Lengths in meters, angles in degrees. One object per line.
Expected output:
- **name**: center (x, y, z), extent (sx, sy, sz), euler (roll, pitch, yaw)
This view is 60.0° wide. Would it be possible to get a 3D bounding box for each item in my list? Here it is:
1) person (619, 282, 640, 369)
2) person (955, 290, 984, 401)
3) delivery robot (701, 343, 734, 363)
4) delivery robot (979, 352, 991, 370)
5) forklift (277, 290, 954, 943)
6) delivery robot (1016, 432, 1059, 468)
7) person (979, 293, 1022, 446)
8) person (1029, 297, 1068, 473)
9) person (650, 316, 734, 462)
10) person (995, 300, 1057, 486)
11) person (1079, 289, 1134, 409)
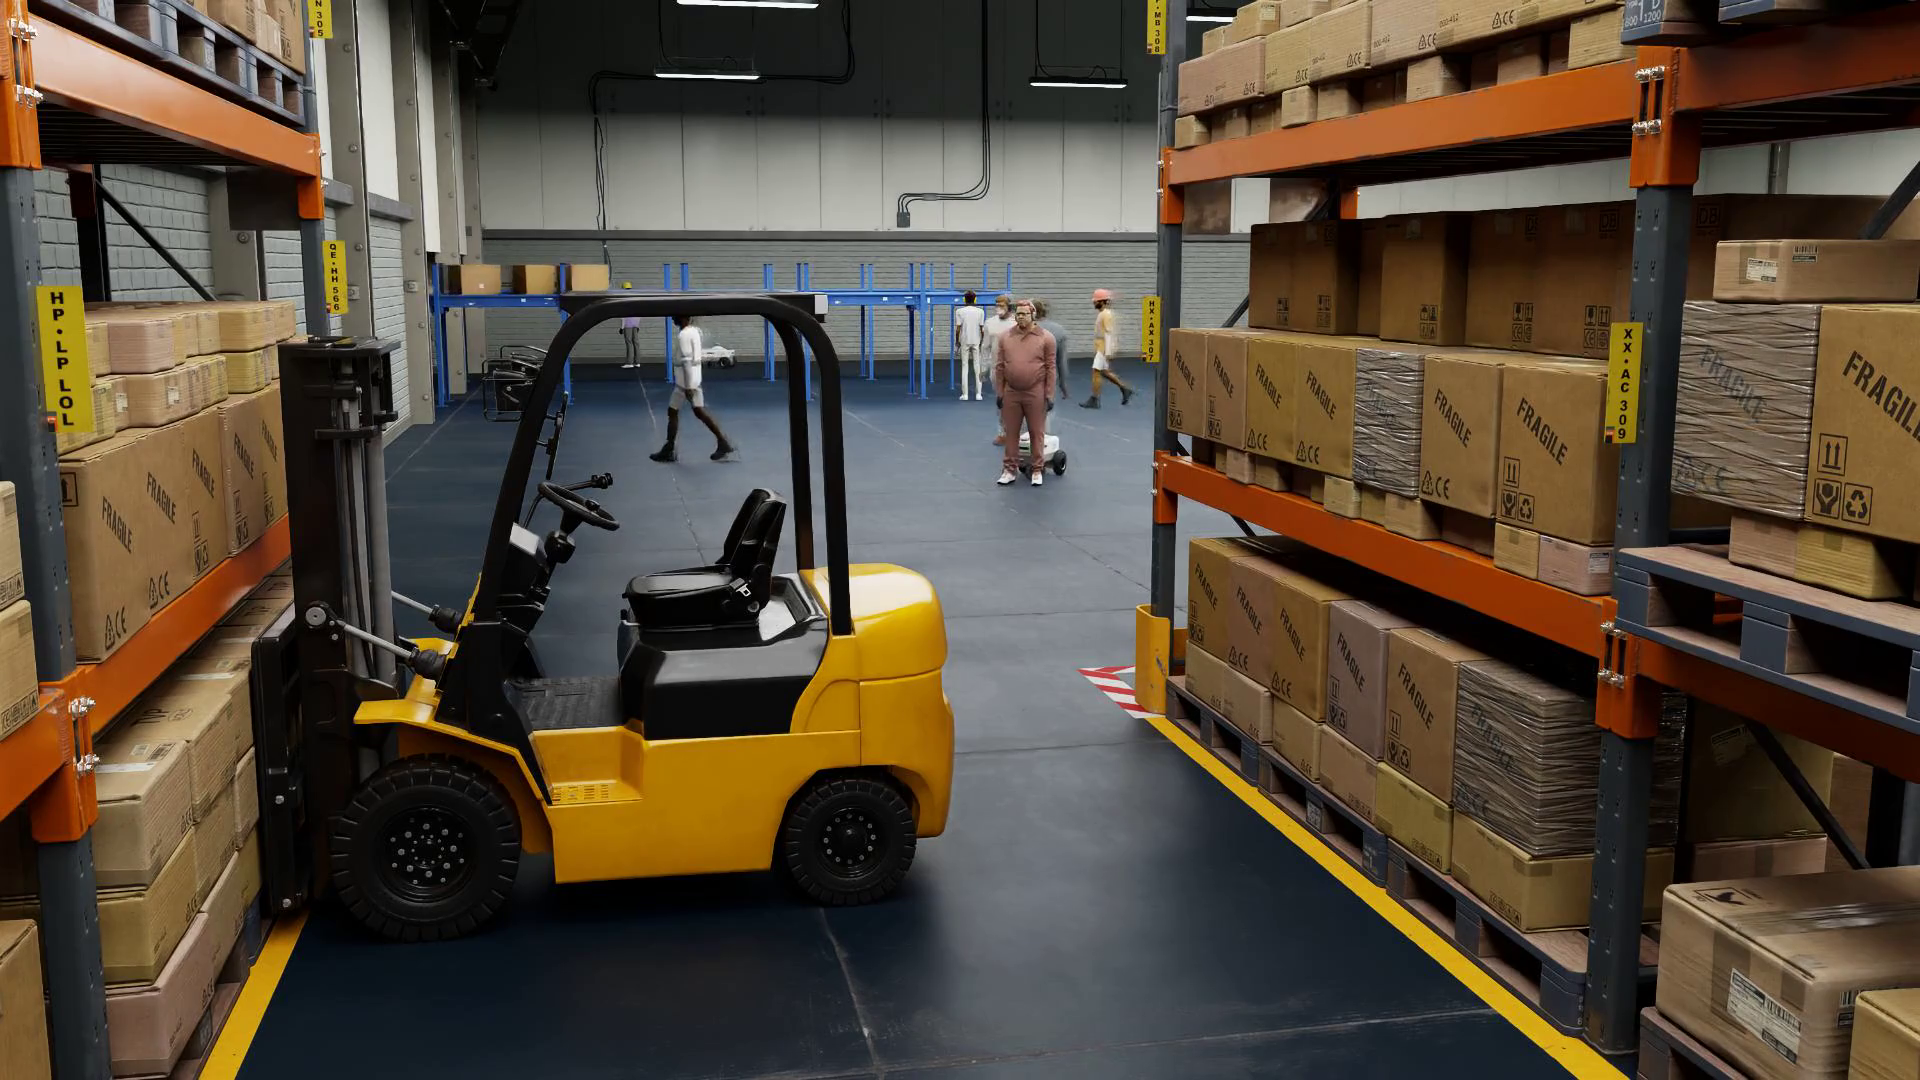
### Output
- **person**: center (-7.392, -4.799, 37.166), extent (0.382, 1.920, 0.585), euler (6, 11, 32)
- **person**: center (0.164, -3.305, 28.216), extent (0.516, 1.871, 0.325), euler (-1, 9, -7)
- **delivery robot**: center (-5.438, -4.169, 37.321), extent (0.707, 0.478, 0.477), euler (2, 10, 11)
- **delivery robot**: center (0.734, -3.771, 34.897), extent (0.477, 0.478, 0.707), euler (-8, 12, -40)
- **forklift**: center (-1.179, 0.175, 6.143), extent (2.313, 2.155, 1.214), euler (-2, 10, -12)
- **delivery robot**: center (0.800, -0.998, 17.993), extent (0.477, 0.478, 0.707), euler (4, 10, 25)
- **person**: center (0.549, -2.154, 21.060), extent (0.628, 1.924, 0.441), euler (7, 12, 37)
- **person**: center (0.816, -1.721, 18.402), extent (0.661, 1.915, 0.742), euler (-3, 10, -18)
- **person**: center (-3.120, -1.863, 19.329), extent (0.971, 1.902, 0.550), euler (1, 9, 7)
- **person**: center (0.669, -1.519, 17.210), extent (0.643, 1.910, 0.400), euler (3, 10, 18)
- **person**: center (2.369, -3.073, 26.696), extent (0.829, 1.914, 0.553), euler (0, 9, -3)
